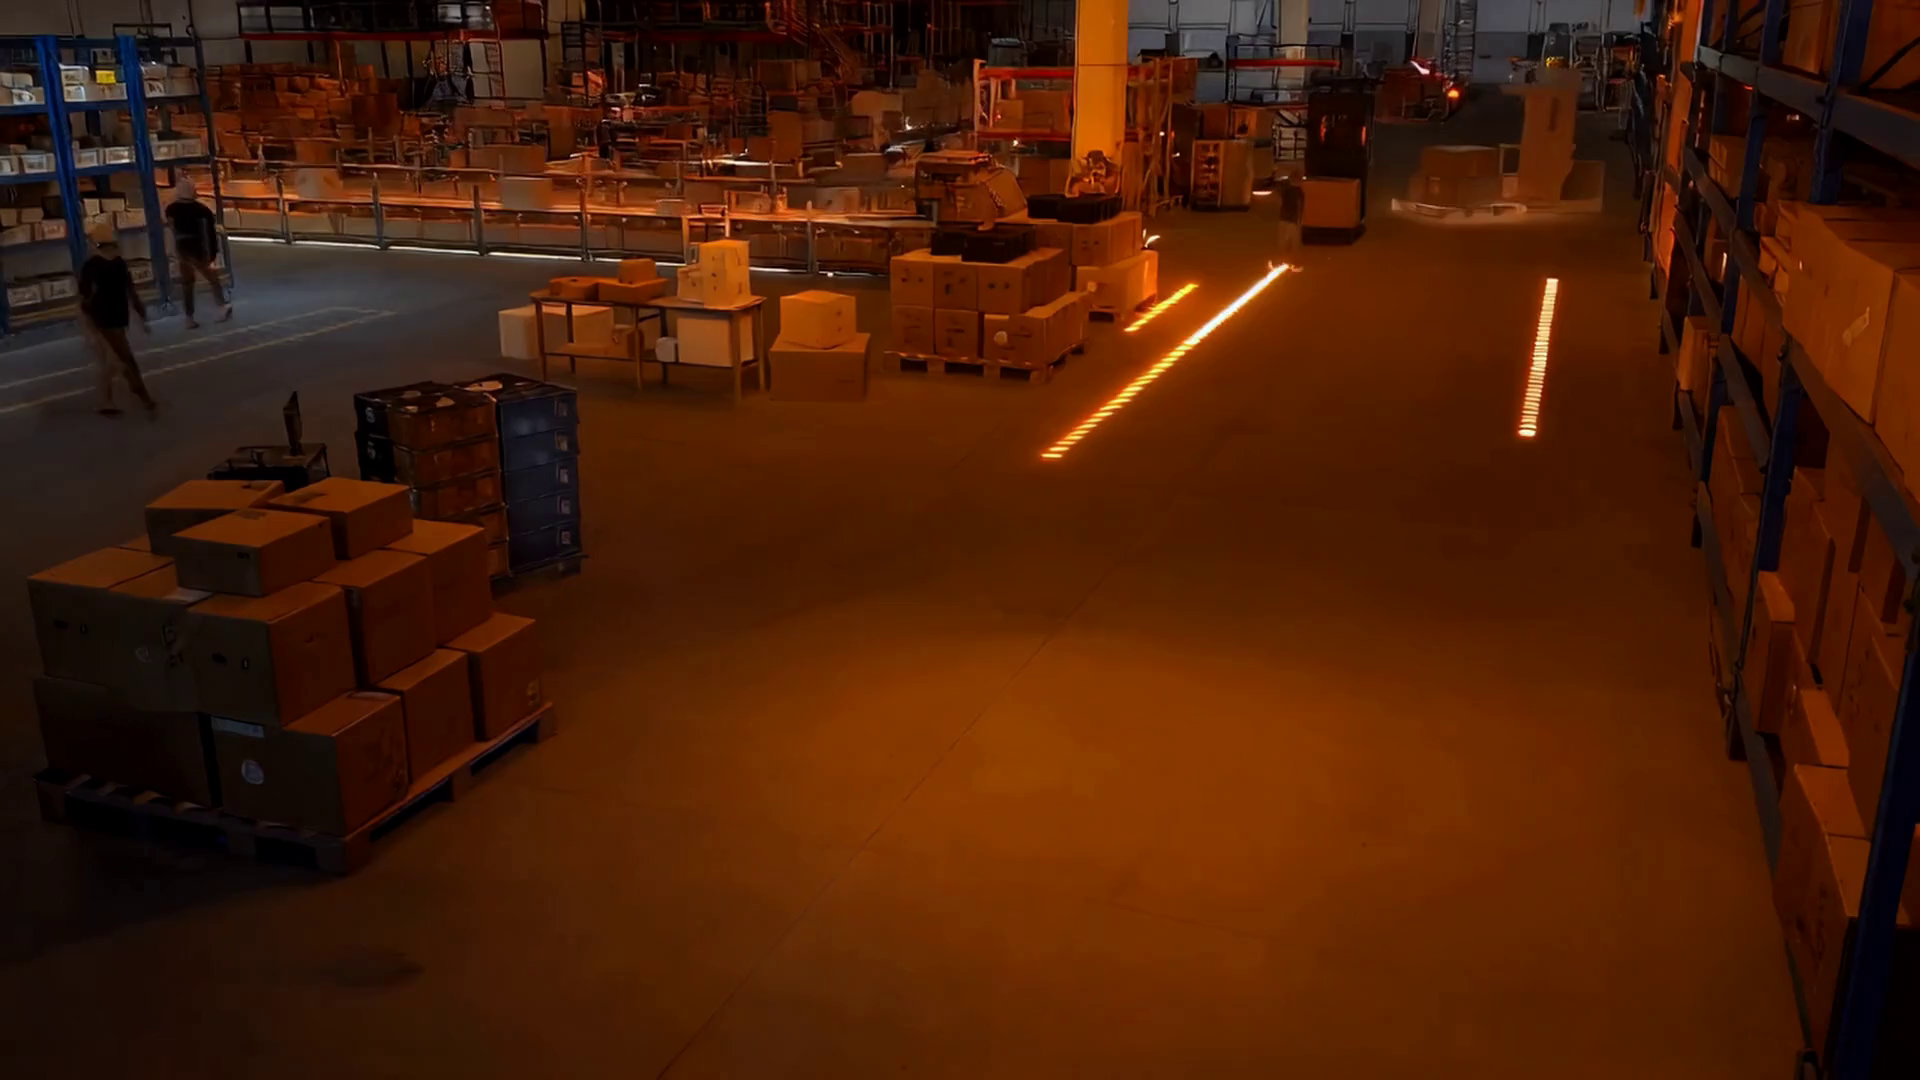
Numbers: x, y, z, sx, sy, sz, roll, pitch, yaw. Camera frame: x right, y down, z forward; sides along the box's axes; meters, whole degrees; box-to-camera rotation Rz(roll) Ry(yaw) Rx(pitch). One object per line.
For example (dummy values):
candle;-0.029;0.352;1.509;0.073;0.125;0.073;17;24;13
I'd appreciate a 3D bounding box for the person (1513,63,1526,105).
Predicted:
person;24.161;-19.661;71.755;0.330;1.761;0.535;-4;18;-12

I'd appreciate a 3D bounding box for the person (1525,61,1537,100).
person;25.952;-20.842;75.491;0.313;1.741;0.487;-5;18;-15

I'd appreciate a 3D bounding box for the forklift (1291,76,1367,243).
forklift;6.598;-6.755;29.381;1.129;2.768;1.873;6;19;19

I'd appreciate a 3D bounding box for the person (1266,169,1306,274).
person;5.040;-4.893;25.603;0.502;1.605;0.746;15;23;39

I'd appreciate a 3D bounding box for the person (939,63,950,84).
person;-0.643;-18.854;69.045;0.534;1.864;0.310;-6;19;-19

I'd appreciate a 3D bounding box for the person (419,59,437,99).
person;-24.329;-20.983;75.778;0.906;1.854;0.587;5;18;16

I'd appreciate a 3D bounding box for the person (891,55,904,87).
person;-3.159;-23.471;83.680;0.637;1.789;0.979;3;18;9

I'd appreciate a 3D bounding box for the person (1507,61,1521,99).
person;25.611;-21.271;76.928;0.557;1.671;0.656;12;21;34

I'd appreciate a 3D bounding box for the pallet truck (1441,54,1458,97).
pallet truck;22.765;-21.886;78.355;0.823;1.965;1.885;-4;18;-14

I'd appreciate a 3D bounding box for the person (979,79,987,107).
person;0.783;-15.477;58.459;0.484;1.853;0.545;-9;20;-25

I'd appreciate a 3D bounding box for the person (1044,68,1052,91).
person;4.321;-23.658;84.022;0.628;1.940;0.373;-5;18;-15

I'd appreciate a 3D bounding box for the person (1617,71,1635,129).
person;22.985;-15.159;57.315;0.376;1.936;0.549;-9;20;-27

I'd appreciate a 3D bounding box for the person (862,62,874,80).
person;-3.549;-17.362;64.067;0.374;2.043;0.612;16;23;40

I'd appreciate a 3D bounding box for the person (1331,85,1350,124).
person;12.003;-13.615;52.700;0.618;1.784;0.922;-10;20;-28

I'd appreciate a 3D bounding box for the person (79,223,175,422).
person;-8.207;-2.125;16.353;0.985;1.945;0.612;1;18;3

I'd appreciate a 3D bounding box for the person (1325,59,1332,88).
person;16.456;-20.474;74.033;0.385;1.928;0.589;-4;18;-13

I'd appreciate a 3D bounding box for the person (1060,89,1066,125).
person;3.097;-12.660;49.860;0.552;1.682;0.435;7;19;22

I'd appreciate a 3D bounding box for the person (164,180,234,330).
person;-9.796;-3.676;21.372;0.643;1.857;0.988;-1;18;-2

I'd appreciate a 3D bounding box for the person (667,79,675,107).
person;-9.590;-14.433;55.315;0.313;1.768;0.522;-2;18;-6

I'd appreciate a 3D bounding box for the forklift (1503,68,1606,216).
forklift;11.815;-7.917;33.031;1.873;2.768;1.129;-6;18;-17

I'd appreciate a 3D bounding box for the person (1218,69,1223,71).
person;8.805;-15.020;56.713;0.636;2.000;0.698;10;20;28

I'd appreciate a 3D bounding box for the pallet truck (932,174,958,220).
pallet truck;-0.507;-5.292;27.348;0.653;1.274;1.630;6;19;19
